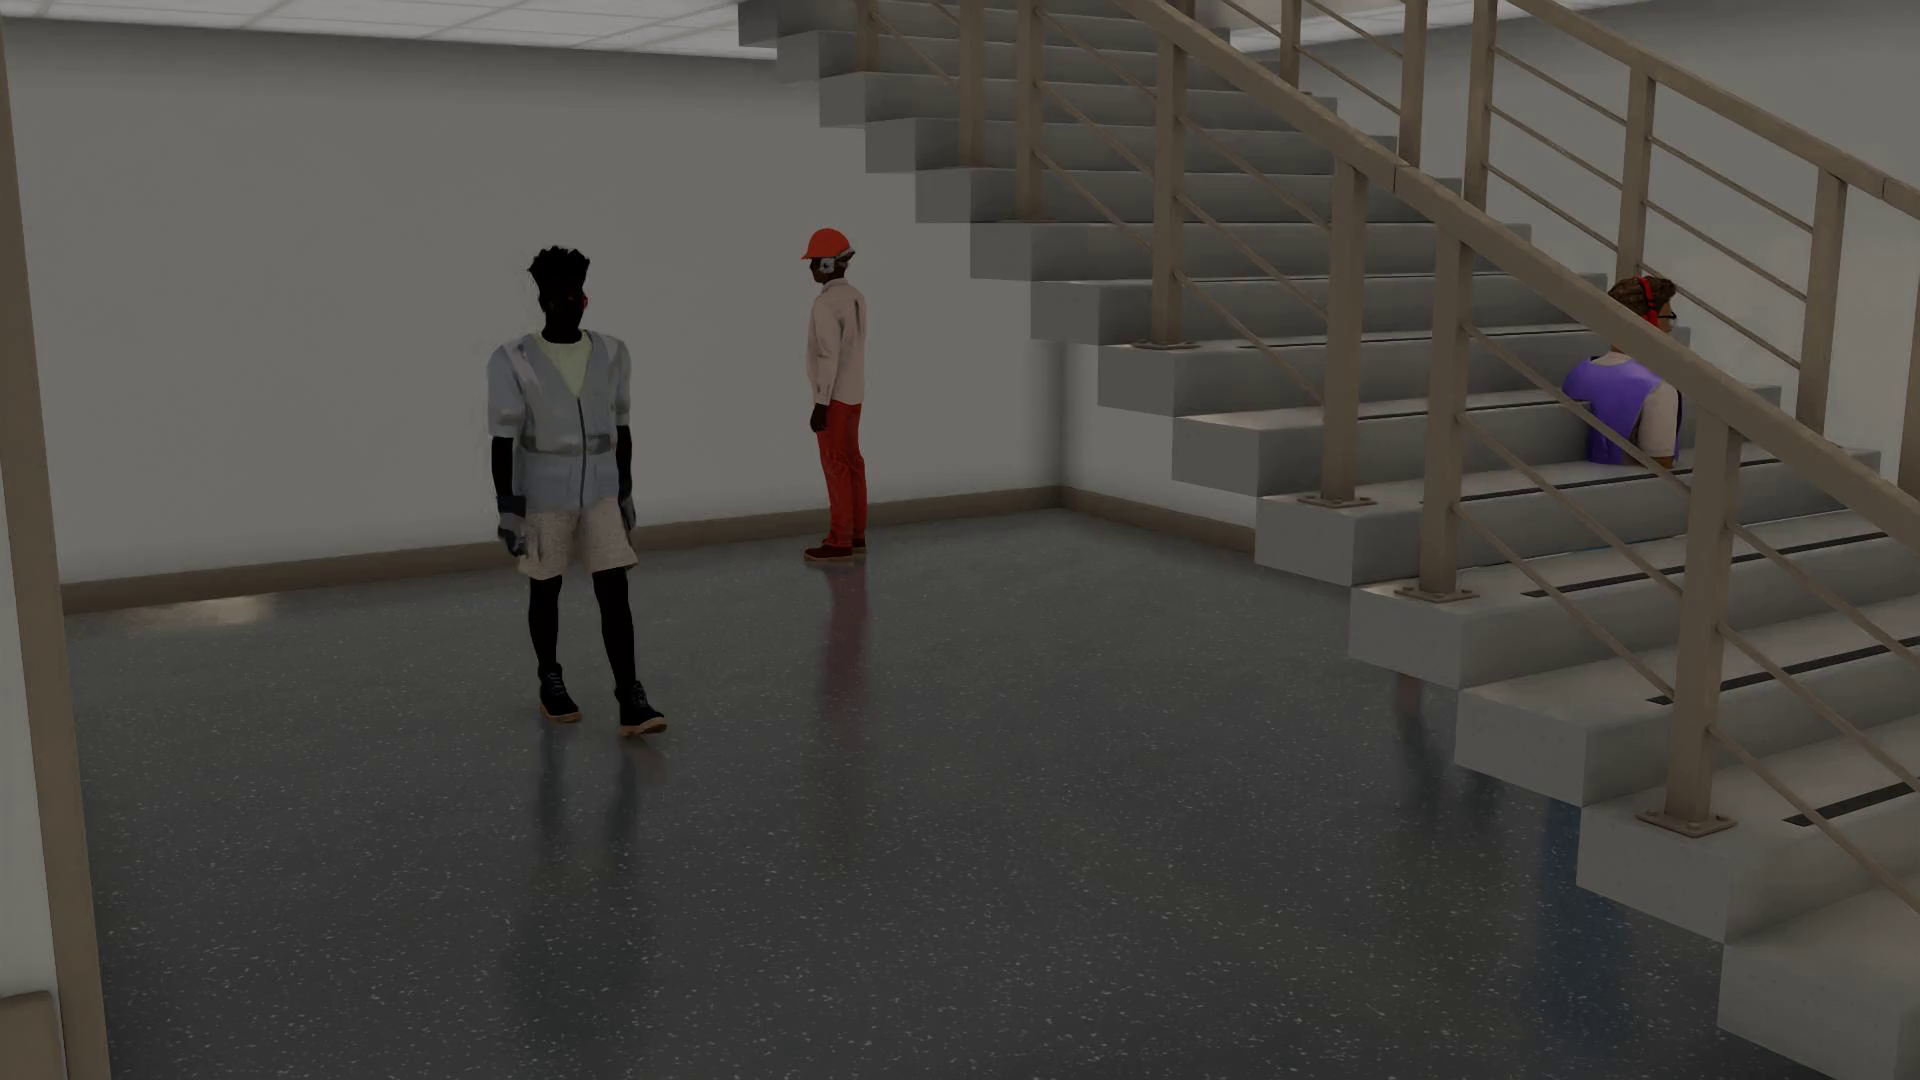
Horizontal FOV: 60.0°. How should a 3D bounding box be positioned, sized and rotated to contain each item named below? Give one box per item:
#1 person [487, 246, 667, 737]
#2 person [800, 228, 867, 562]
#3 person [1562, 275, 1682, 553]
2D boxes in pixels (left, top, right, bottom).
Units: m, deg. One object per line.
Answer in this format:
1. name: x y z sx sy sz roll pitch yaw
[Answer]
1. person: -1.493 -0.164 6.485 0.637 1.921 0.935 -7 13 -33
2. person: -0.757 -0.864 10.005 0.393 1.991 0.626 3 11 16
3. person: 2.286 0.008 5.819 0.389 1.846 0.566 -3 11 -15
